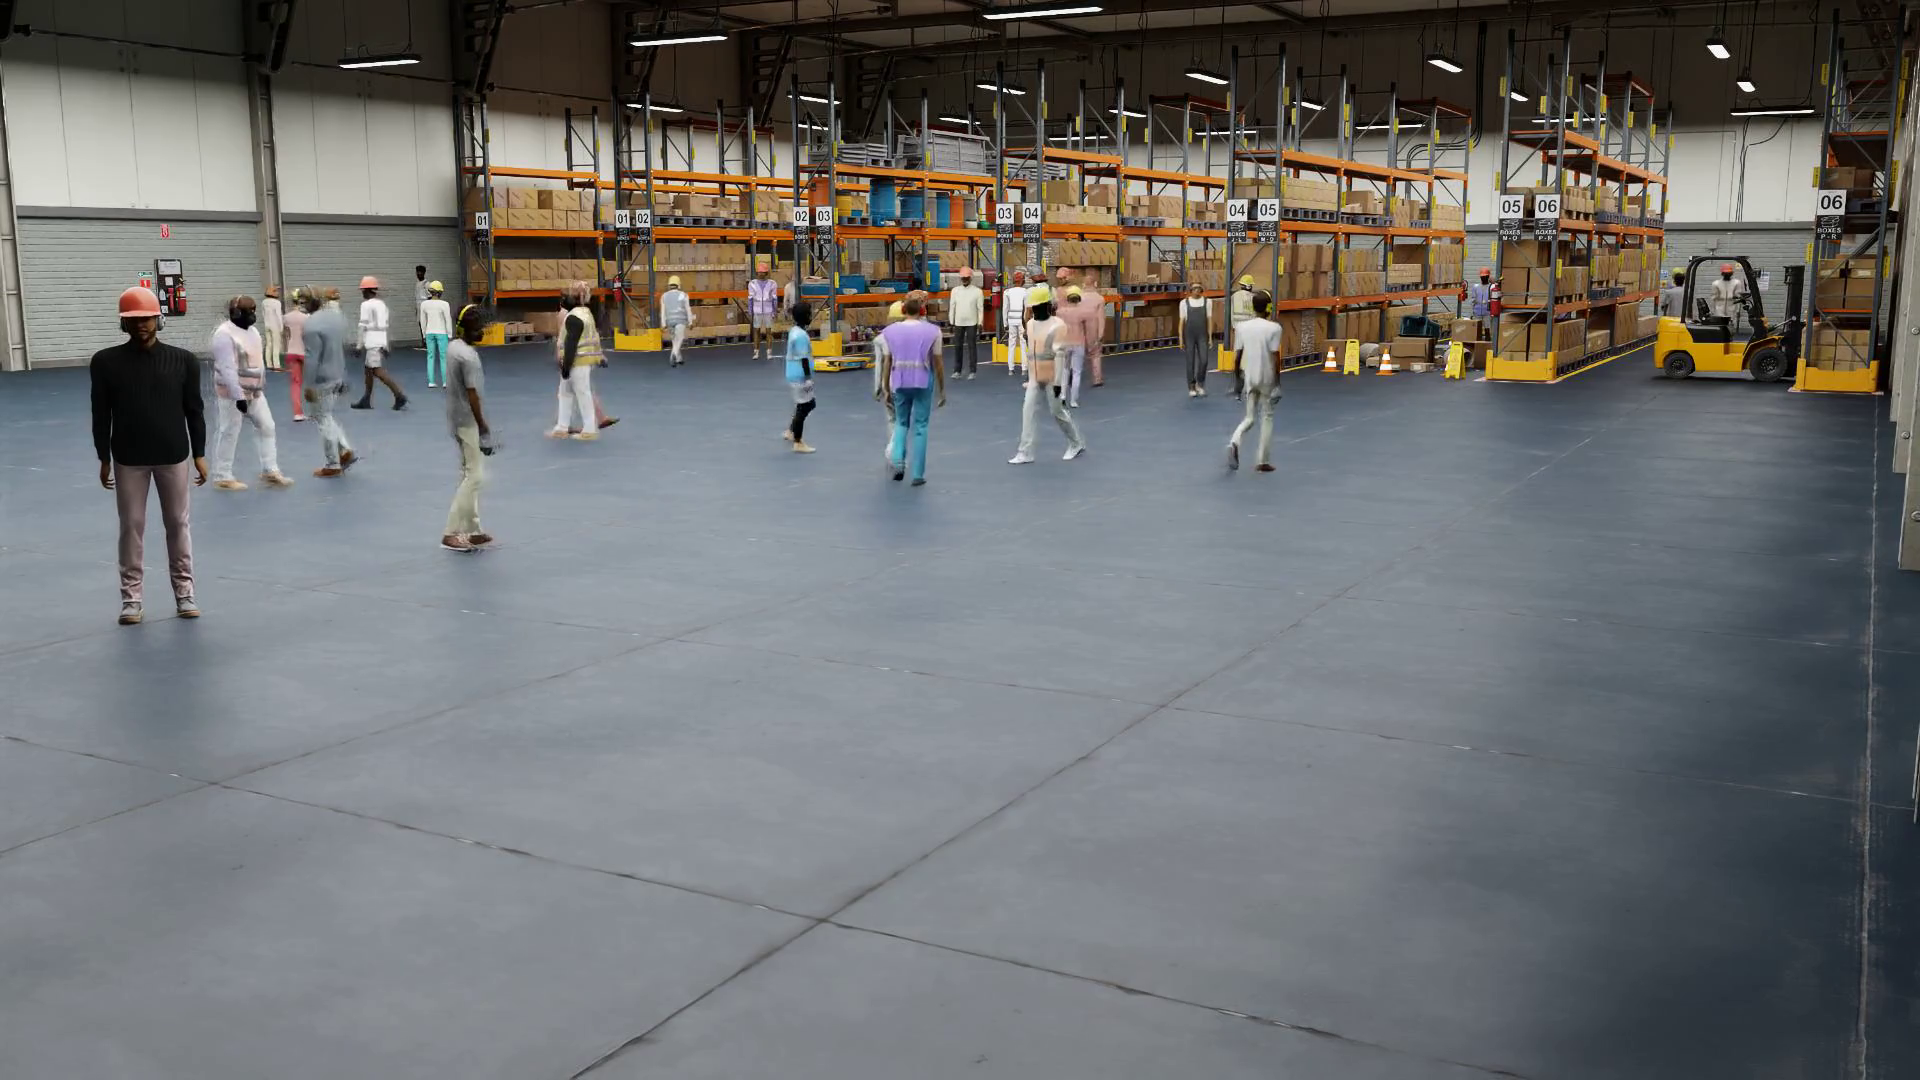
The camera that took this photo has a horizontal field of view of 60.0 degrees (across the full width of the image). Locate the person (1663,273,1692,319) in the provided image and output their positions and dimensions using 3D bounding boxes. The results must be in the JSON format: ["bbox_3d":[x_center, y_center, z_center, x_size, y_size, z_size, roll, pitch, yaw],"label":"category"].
[{"bbox_3d":[14.128,-4.325,32.733,0.572,1.841,0.749,5,11,25],"label":"person"}]

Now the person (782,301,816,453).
[{"bbox_3d":[-1.740,-1.788,18.354,0.371,1.684,0.544,-2,10,-12],"label":"person"}]

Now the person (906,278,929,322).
[{"bbox_3d":[-0.949,-5.015,37.205,0.533,1.697,0.319,-1,10,-8],"label":"person"}]

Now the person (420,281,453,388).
[{"bbox_3d":[-8.641,-3.394,27.516,0.533,1.767,0.326,2,10,10],"label":"person"}]

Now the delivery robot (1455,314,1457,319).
[{"bbox_3d":[13.752,-6.027,46.194,0.477,0.478,0.707,-5,11,-27],"label":"delivery robot"}]

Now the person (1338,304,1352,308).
[{"bbox_3d":[10.365,-6.241,44.669,0.538,1.593,0.845,9,13,44],"label":"person"}]

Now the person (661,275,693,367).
[{"bbox_3d":[-5.598,-4.305,32.744,0.591,1.810,0.815,3,10,18],"label":"person"}]

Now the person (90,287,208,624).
[{"bbox_3d":[-4.824,-0.505,9.928,0.613,1.995,0.391,-5,11,-25],"label":"person"}]

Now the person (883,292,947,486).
[{"bbox_3d":[-0.432,-1.430,15.834,0.590,1.827,0.470,2,10,11],"label":"person"}]

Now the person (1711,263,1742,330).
[{"bbox_3d":[16.852,-5.081,36.620,0.608,2.030,0.436,4,10,20],"label":"person"}]

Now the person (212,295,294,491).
[{"bbox_3d":[-6.580,-1.348,15.415,0.789,1.809,0.685,1,10,7],"label":"person"}]

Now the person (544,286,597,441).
[{"bbox_3d":[-4.650,-2.064,19.558,0.756,1.819,0.654,-1,10,-8],"label":"person"}]

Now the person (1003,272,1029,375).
[{"bbox_3d":[1.072,-3.955,30.453,0.584,1.882,0.337,3,10,18],"label":"person"}]

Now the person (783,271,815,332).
[{"bbox_3d":[-3.667,-5.209,37.946,0.708,1.837,1.013,1,10,3],"label":"person"}]

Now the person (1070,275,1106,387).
[{"bbox_3d":[2.107,-3.458,27.581,0.640,1.874,0.764,5,11,26],"label":"person"}]

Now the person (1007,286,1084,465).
[{"bbox_3d":[0.935,-1.746,17.562,0.973,1.877,0.588,-9,13,-42],"label":"person"}]

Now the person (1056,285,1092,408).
[{"bbox_3d":[1.625,-2.765,23.863,0.537,1.751,0.402,3,10,15],"label":"person"}]

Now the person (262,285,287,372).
[{"bbox_3d":[-12.972,-3.993,31.429,0.500,1.629,0.276,6,11,30],"label":"person"}]

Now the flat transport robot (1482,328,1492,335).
[{"bbox_3d":[14.700,-5.760,45.739,0.652,0.197,1.431,4,11,23],"label":"flat transport robot"}]

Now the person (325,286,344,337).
[{"bbox_3d":[-11.454,-3.813,30.435,0.373,1.651,0.513,-9,13,-43],"label":"person"}]

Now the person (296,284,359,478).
[{"bbox_3d":[-6.248,-1.541,16.251,0.443,1.906,0.657,1,10,5],"label":"person"}]

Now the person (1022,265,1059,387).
[{"bbox_3d":[1.271,-3.552,27.633,0.675,2.000,0.536,-9,13,-41],"label":"person"}]

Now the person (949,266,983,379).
[{"bbox_3d":[0.096,-3.847,29.500,0.622,1.990,0.402,3,10,16],"label":"person"}]

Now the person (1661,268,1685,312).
[{"bbox_3d":[18.590,-6.124,43.156,0.583,1.882,0.945,-2,10,-14],"label":"person"}]

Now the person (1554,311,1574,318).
[{"bbox_3d":[15.377,-6.012,42.449,0.670,1.893,0.432,2,10,14],"label":"person"}]

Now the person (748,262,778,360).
[{"bbox_3d":[-4.130,-4.788,34.868,0.613,2.039,0.393,-1,10,-5],"label":"person"}]

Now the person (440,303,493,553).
[{"bbox_3d":[-3.661,-0.822,12.281,0.436,1.835,0.688,-5,11,-29],"label":"person"}]

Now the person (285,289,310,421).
[{"bbox_3d":[-8.662,-2.453,22.060,0.528,1.743,0.661,2,10,13],"label":"person"}]

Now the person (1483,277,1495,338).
[{"bbox_3d":[14.132,-6.177,44.235,0.516,1.625,0.410,-4,10,-21],"label":"person"}]

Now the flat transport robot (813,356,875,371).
[{"bbox_3d":[-2.291,-3.381,31.811,0.652,0.197,1.431,6,11,30],"label":"flat transport robot"}]

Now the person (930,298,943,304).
[{"bbox_3d":[-0.808,-8.507,57.941,0.512,1.602,0.815,-4,10,-22],"label":"person"}]

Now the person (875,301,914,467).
[{"bbox_3d":[-0.663,-1.571,16.964,0.491,1.724,0.699,3,10,19],"label":"person"}]

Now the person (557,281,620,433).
[{"bbox_3d":[-4.611,-2.250,20.534,0.948,1.856,0.637,-6,12,-33],"label":"person"}]

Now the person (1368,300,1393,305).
[{"bbox_3d":[11.339,-6.394,44.766,0.598,1.874,0.982,6,12,33],"label":"person"}]

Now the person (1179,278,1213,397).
[{"bbox_3d":[3.640,-3.103,25.616,0.541,1.828,0.632,0,10,3],"label":"person"}]

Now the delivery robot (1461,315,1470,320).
[{"bbox_3d":[13.834,-5.927,45.611,0.707,0.478,0.477,-1,10,-4],"label":"delivery robot"}]

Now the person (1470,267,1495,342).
[{"bbox_3d":[11.182,-4.854,35.558,0.547,1.938,0.359,5,11,29],"label":"person"}]

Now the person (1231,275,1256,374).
[{"bbox_3d":[5.262,-3.971,30.694,0.404,1.830,0.602,-6,12,-33],"label":"person"}]

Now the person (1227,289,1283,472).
[{"bbox_3d":[2.960,-1.570,16.595,0.517,1.854,0.649,8,13,40],"label":"person"}]

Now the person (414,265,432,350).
[{"bbox_3d":[-12.460,-5.385,38.578,0.613,1.965,0.361,9,13,42],"label":"person"}]

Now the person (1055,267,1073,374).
[{"bbox_3d":[1.887,-3.954,30.175,0.425,1.976,0.641,-9,13,-42],"label":"person"}]

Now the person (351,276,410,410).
[{"bbox_3d":[-8.245,-2.780,23.537,0.917,1.907,0.564,1,10,8],"label":"person"}]
